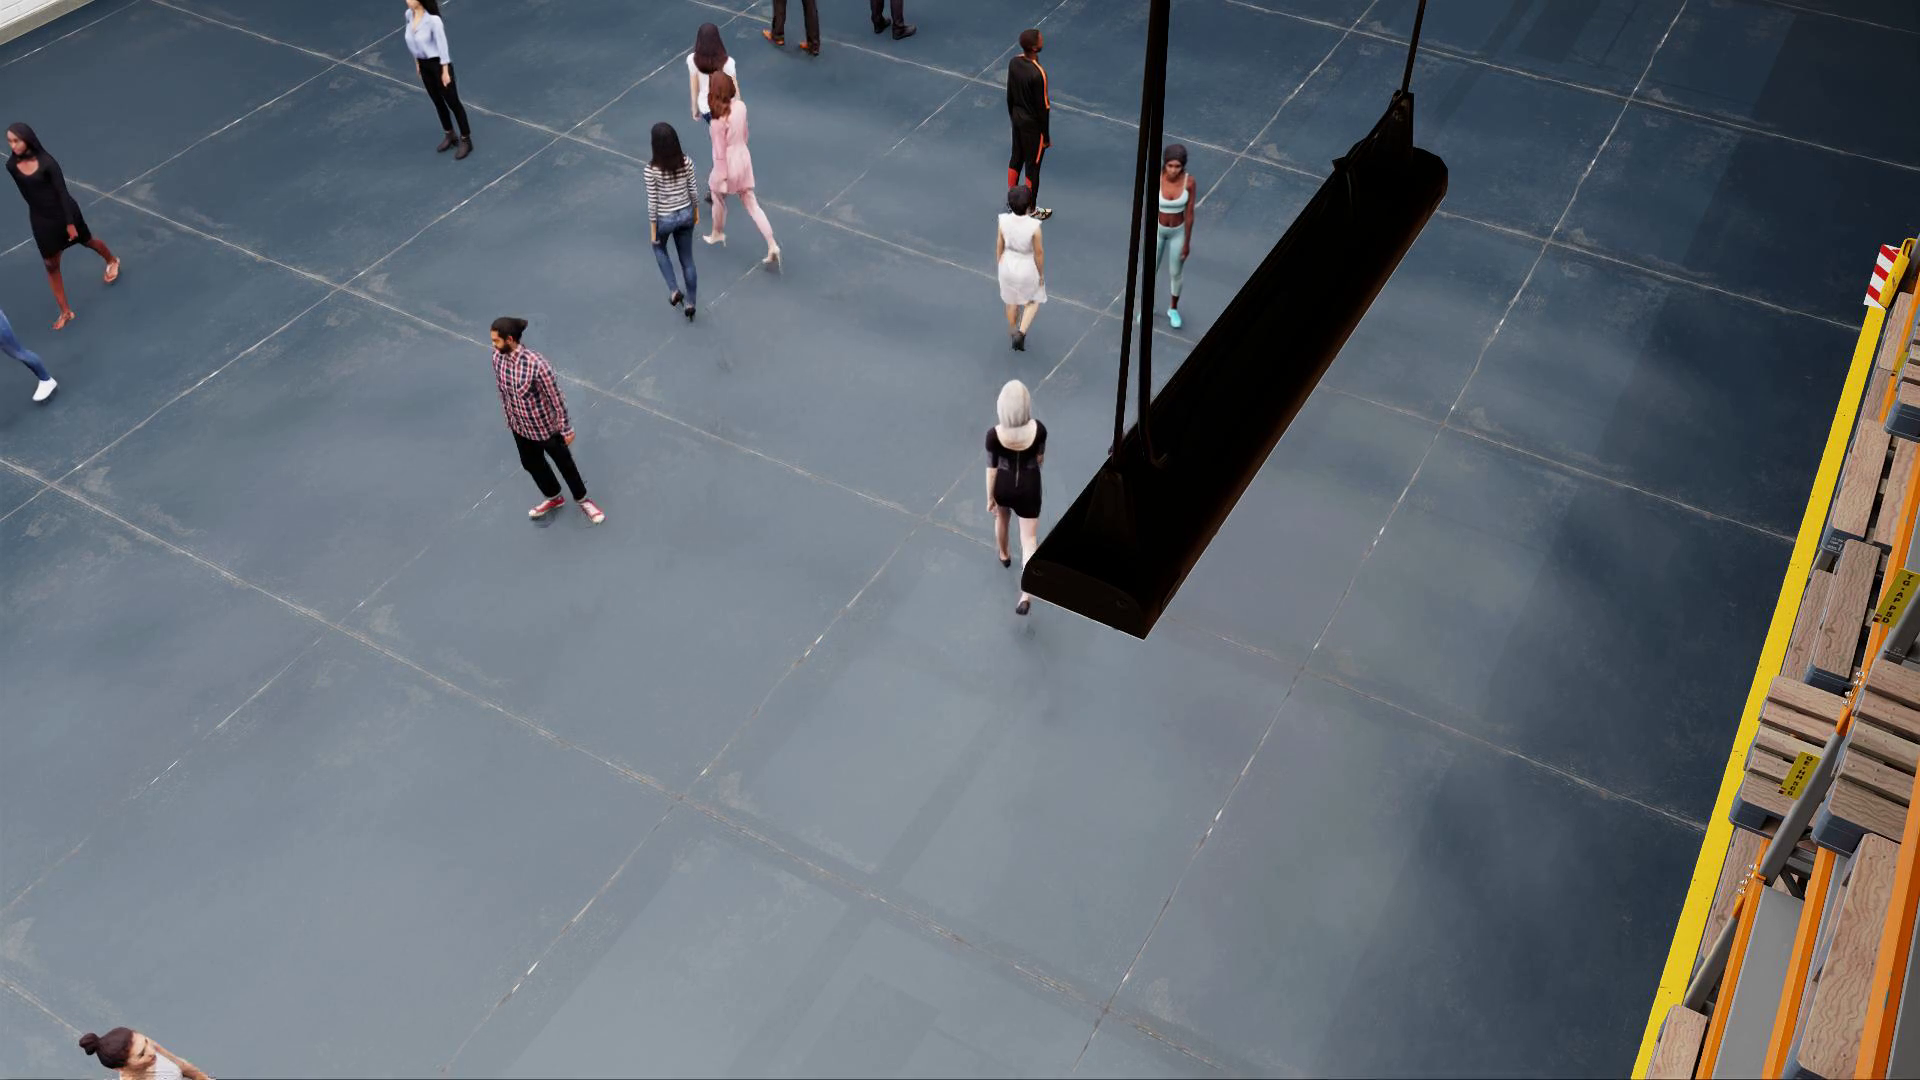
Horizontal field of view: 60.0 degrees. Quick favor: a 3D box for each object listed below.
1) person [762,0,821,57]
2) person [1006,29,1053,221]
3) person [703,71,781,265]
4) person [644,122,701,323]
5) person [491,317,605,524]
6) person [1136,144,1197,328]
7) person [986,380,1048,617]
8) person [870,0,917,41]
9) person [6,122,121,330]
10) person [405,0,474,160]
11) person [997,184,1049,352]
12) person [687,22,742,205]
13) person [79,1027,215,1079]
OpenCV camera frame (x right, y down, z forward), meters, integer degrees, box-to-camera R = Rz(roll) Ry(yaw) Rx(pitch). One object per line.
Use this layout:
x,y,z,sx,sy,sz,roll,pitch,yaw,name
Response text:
-1.637,-5.818,17.041,1.010,1.781,0.982,-26,49,-25,person
0.605,-3.700,14.798,0.653,1.808,0.699,-30,51,-28,person
-1.864,-3.126,14.229,0.755,1.761,1.082,26,49,24,person
-2.299,-2.533,13.597,0.743,1.774,0.822,-22,48,-22,person
-2.950,-0.846,11.848,0.850,1.744,0.604,9,44,9,person
1.696,-2.487,13.588,0.640,1.721,0.664,5,44,5,person
0.406,-0.256,11.191,0.948,1.796,1.154,-2,44,-2,person
-0.757,-6.154,17.352,0.747,1.838,0.608,28,50,26,person
-7.464,-2.713,13.858,1.013,1.675,1.285,1,44,2,person
-4.909,-4.420,15.600,0.638,1.744,0.534,22,48,22,person
0.465,-2.119,13.327,0.614,1.546,0.738,16,46,16,person
-2.216,-3.804,15.018,0.787,1.655,1.170,13,45,13,person
-3.929,2.846,8.094,1.046,1.576,0.979,-11,45,-11,person
